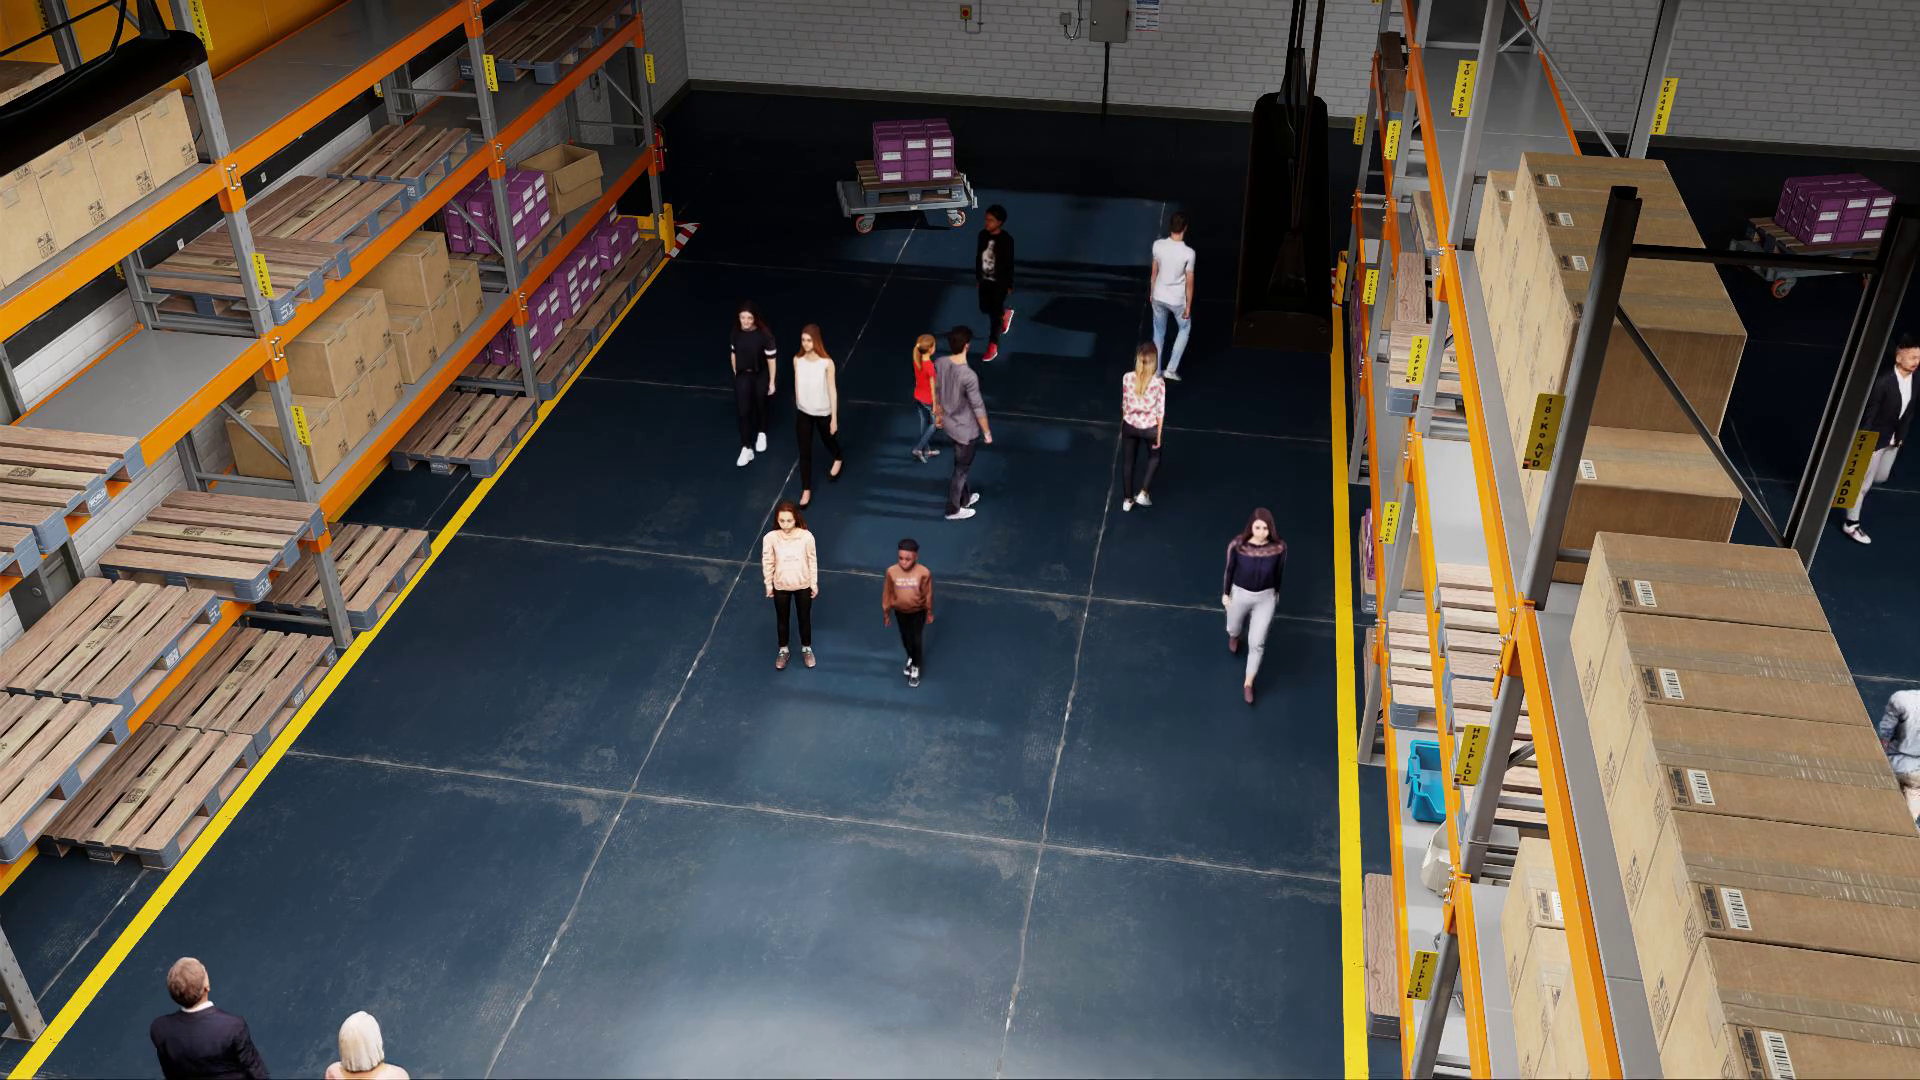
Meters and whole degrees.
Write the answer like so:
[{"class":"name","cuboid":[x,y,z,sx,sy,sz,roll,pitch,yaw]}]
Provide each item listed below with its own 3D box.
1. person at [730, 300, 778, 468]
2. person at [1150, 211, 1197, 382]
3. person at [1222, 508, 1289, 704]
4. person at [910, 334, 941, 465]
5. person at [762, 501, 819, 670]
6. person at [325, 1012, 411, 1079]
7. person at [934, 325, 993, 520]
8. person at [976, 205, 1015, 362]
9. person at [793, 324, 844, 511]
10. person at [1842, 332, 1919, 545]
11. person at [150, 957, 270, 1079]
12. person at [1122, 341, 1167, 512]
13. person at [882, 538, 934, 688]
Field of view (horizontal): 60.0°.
[{"class":"person","cuboid":[-1.898,-1.556,15.623,0.604,1.615,0.824,4,34,6]},{"class":"person","cuboid":[2.069,-2.362,16.634,0.748,1.837,0.755,16,37,22]},{"class":"person","cuboid":[2.215,0.422,12.672,0.634,1.587,0.976,3,34,5]},{"class":"person","cuboid":[-0.368,-1.297,15.515,0.705,1.302,0.633,-25,41,-32]},{"class":"person","cuboid":[-1.301,0.339,12.890,0.624,1.484,0.592,-3,34,-5]},{"class":"person","cuboid":[-2.951,3.064,8.571,0.617,1.725,0.547,2,34,4]},{"class":"person","cuboid":[-0.050,-1.001,14.588,0.940,1.836,0.886,-21,39,-28]},{"class":"person","cuboid":[0.394,-2.721,17.338,0.808,1.656,1.017,18,38,25]},{"class":"person","cuboid":[-1.257,-1.176,14.985,0.707,1.687,1.101,11,35,16]},{"class":"person","cuboid":[7.895,-0.949,14.420,0.981,1.935,1.120,-10,35,-15]},{"class":"person","cuboid":[-3.901,2.927,8.720,0.901,1.790,1.205,-4,34,-6]},{"class":"person","cuboid":[1.575,-0.949,14.705,0.620,1.620,0.673,12,36,18]},{"class":"person","cuboid":[-0.372,0.490,12.880,0.541,1.243,0.595,7,34,10]}]
